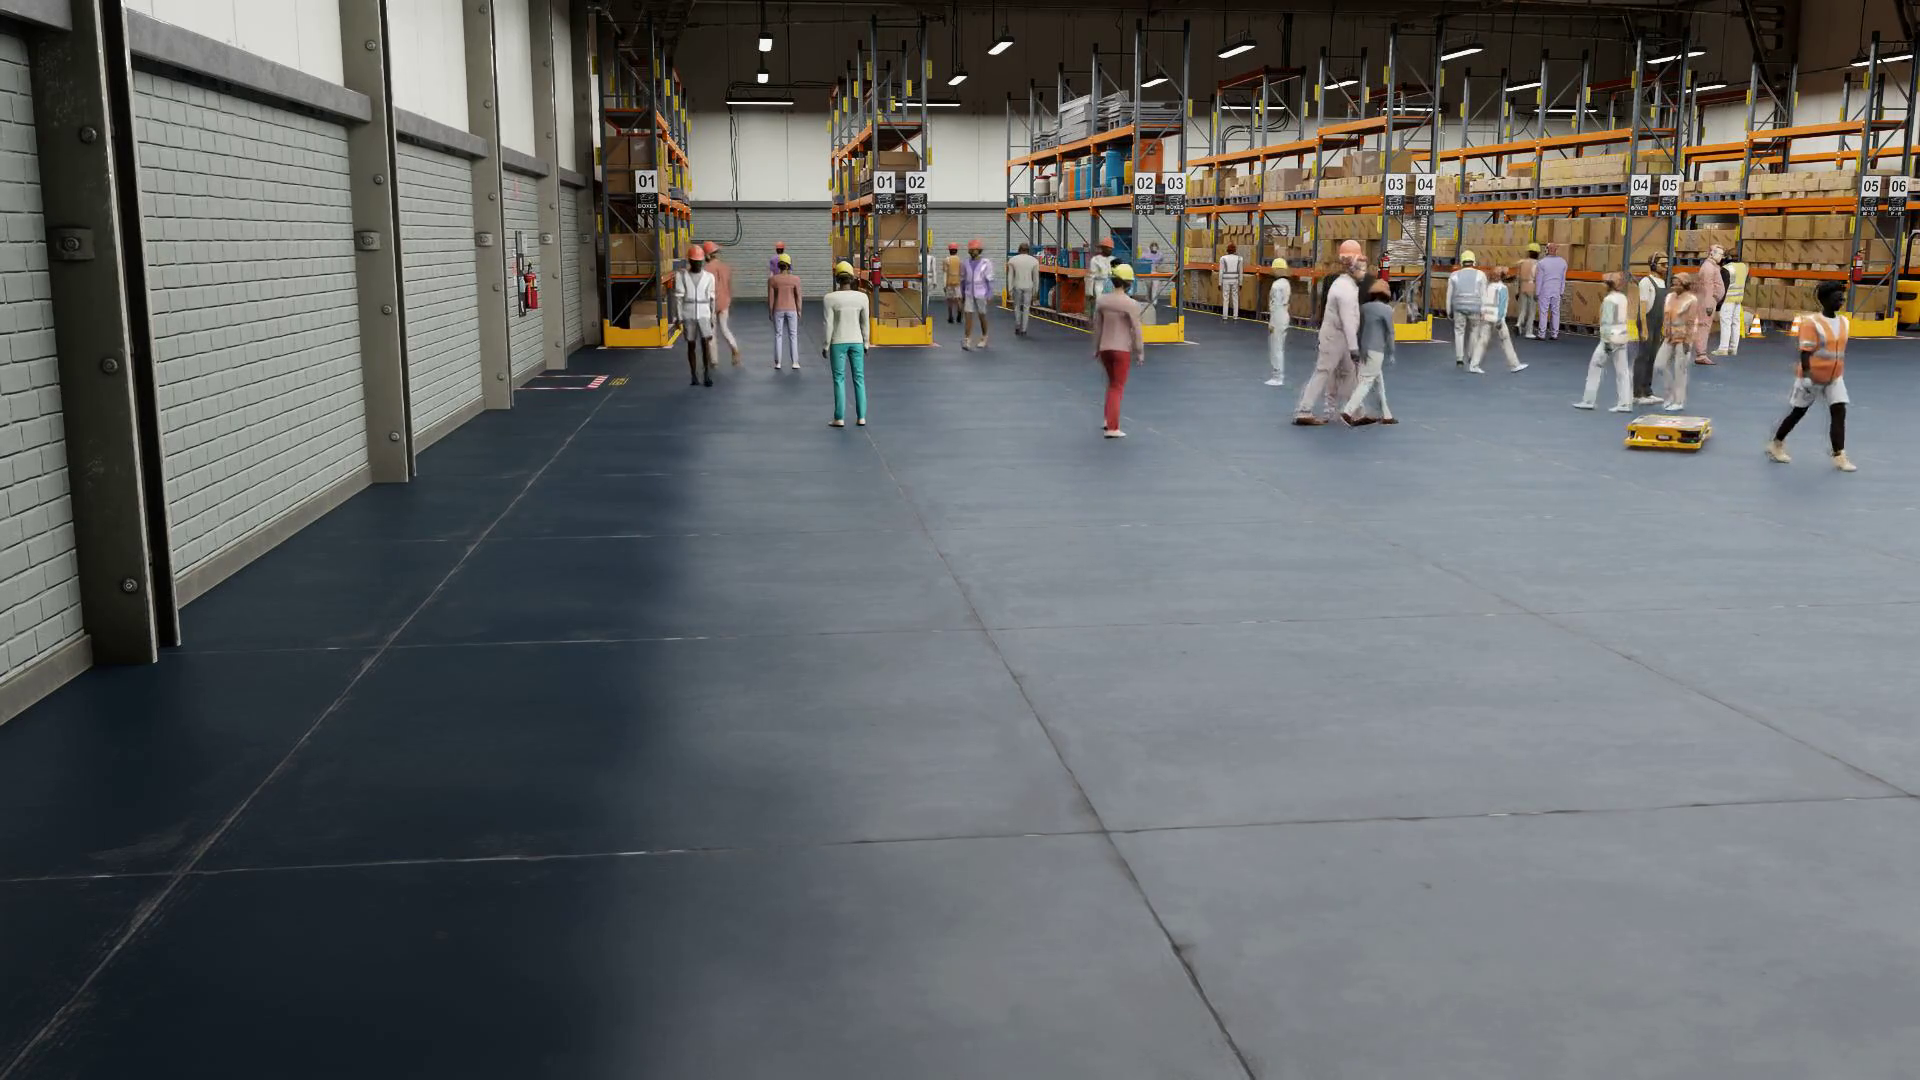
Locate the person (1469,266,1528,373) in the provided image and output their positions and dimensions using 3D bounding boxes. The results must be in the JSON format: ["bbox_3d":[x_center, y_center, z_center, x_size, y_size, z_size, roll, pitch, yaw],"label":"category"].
[{"bbox_3d":[8.009,-3.263,24.722,0.888,1.589,0.536,-2,11,-11],"label":"person"}]

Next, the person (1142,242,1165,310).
[{"bbox_3d":[5.404,-7.405,46.613,0.641,1.892,1.023,0,10,2],"label":"person"}]

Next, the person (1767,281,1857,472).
[{"bbox_3d":[7.549,-1.461,14.655,0.531,1.657,0.864,-3,11,-15],"label":"person"}]

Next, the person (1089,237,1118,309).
[{"bbox_3d":[2.765,-4.764,31.793,0.623,2.011,0.672,-5,11,-26],"label":"person"}]

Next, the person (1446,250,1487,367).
[{"bbox_3d":[7.970,-3.638,26.165,0.618,1.801,0.760,4,11,20],"label":"person"}]

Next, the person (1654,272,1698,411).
[{"bbox_3d":[8.354,-2.310,19.391,0.374,1.621,0.557,-3,11,-18],"label":"person"}]

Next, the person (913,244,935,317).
[{"bbox_3d":[-0.892,-6.542,41.965,0.583,1.861,0.790,-2,11,-13],"label":"person"}]

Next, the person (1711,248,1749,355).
[{"bbox_3d":[13.211,-4.091,28.570,0.621,1.843,0.429,-6,12,-29],"label":"person"}]

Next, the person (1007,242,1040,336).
[{"bbox_3d":[1.311,-5.189,34.407,0.661,1.901,0.926,0,10,2],"label":"person"}]

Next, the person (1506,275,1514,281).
[{"bbox_3d":[14.388,-6.965,44.059,0.392,1.944,0.724,-6,12,-32],"label":"person"}]

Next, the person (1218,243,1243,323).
[{"bbox_3d":[6.369,-6.047,39.173,0.587,1.882,0.341,-1,10,-6],"label":"person"}]

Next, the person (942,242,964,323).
[{"bbox_3d":[-0.138,-6.018,38.924,0.557,1.919,0.735,-2,11,-13],"label":"person"}]

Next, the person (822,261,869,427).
[{"bbox_3d":[-1.226,-2.091,17.812,0.533,1.766,0.318,-5,11,-24],"label":"person"}]

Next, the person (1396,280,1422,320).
[{"bbox_3d":[10.936,-6.258,40.535,0.487,1.811,0.962,-7,12,-33],"label":"person"}]

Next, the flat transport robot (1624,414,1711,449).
[{"bbox_3d":[6.964,-1.073,16.328,0.652,0.197,1.431,5,12,28],"label":"flat transport robot"}]

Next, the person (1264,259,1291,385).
[{"bbox_3d":[4.345,-2.981,22.821,0.347,1.722,0.516,6,12,30],"label":"person"}]

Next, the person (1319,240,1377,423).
[{"bbox_3d":[4.217,-2.261,18.111,0.616,1.993,0.397,4,11,21],"label":"person"}]

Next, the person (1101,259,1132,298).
[{"bbox_3d":[2.597,-3.872,27.877,0.548,1.647,0.865,8,13,38],"label":"person"}]

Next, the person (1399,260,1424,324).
[{"bbox_3d":[10.088,-5.658,37.140,0.535,1.850,0.633,0,10,0],"label":"person"}]

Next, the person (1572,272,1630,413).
[{"bbox_3d":[7.510,-2.292,19.341,0.527,1.613,0.732,-9,14,-40],"label":"person"}]

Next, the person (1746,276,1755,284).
[{"bbox_3d":[21.009,-7.031,44.528,0.602,1.910,0.766,-1,10,-6],"label":"person"}]

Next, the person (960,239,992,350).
[{"bbox_3d":[0.296,-4.427,30.013,0.623,1.992,1.074,3,11,18],"label":"person"}]

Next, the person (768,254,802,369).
[{"bbox_3d":[-2.690,-3.507,25.573,0.527,1.768,0.314,0,10,-3],"label":"person"}]

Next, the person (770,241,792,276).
[{"bbox_3d":[-4.435,-6.427,41.156,0.565,1.920,0.675,1,10,4],"label":"person"}]

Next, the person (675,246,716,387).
[{"bbox_3d":[-3.566,-3.010,22.501,0.553,1.888,0.977,-2,11,-11],"label":"person"}]

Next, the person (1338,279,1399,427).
[{"bbox_3d":[4.389,-2.000,17.802,0.823,1.593,0.516,-5,11,-24],"label":"person"}]

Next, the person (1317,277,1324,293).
[{"bbox_3d":[9.116,-6.475,41.641,0.627,1.844,0.429,1,10,6],"label":"person"}]

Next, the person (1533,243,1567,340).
[{"bbox_3d":[11.548,-4.864,32.630,0.643,1.908,0.410,-2,11,-13],"label":"person"}]

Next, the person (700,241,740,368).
[{"bbox_3d":[-3.717,-3.607,25.565,0.621,1.970,0.665,-9,14,-41],"label":"person"}]

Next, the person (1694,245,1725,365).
[{"bbox_3d":[11.979,-3.752,26.557,0.401,1.901,0.640,5,11,23],"label":"person"}]

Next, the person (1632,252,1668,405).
[{"bbox_3d":[8.403,-2.565,20.189,0.504,1.847,0.345,-10,14,-44],"label":"person"}]

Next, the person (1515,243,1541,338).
[{"bbox_3d":[11.432,-5.002,33.371,0.461,1.907,0.603,-8,13,-37],"label":"person"}]

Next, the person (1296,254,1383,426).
[{"bbox_3d":[4.080,-2.107,17.726,1.001,1.831,0.656,2,11,12],"label":"person"}]

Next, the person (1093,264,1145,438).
[{"bbox_3d":[1.627,-1.910,16.839,0.562,1.747,0.510,10,14,43],"label":"person"}]

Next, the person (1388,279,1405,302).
[{"bbox_3d":[10.355,-6.140,39.594,0.597,1.914,0.372,1,10,7],"label":"person"}]
